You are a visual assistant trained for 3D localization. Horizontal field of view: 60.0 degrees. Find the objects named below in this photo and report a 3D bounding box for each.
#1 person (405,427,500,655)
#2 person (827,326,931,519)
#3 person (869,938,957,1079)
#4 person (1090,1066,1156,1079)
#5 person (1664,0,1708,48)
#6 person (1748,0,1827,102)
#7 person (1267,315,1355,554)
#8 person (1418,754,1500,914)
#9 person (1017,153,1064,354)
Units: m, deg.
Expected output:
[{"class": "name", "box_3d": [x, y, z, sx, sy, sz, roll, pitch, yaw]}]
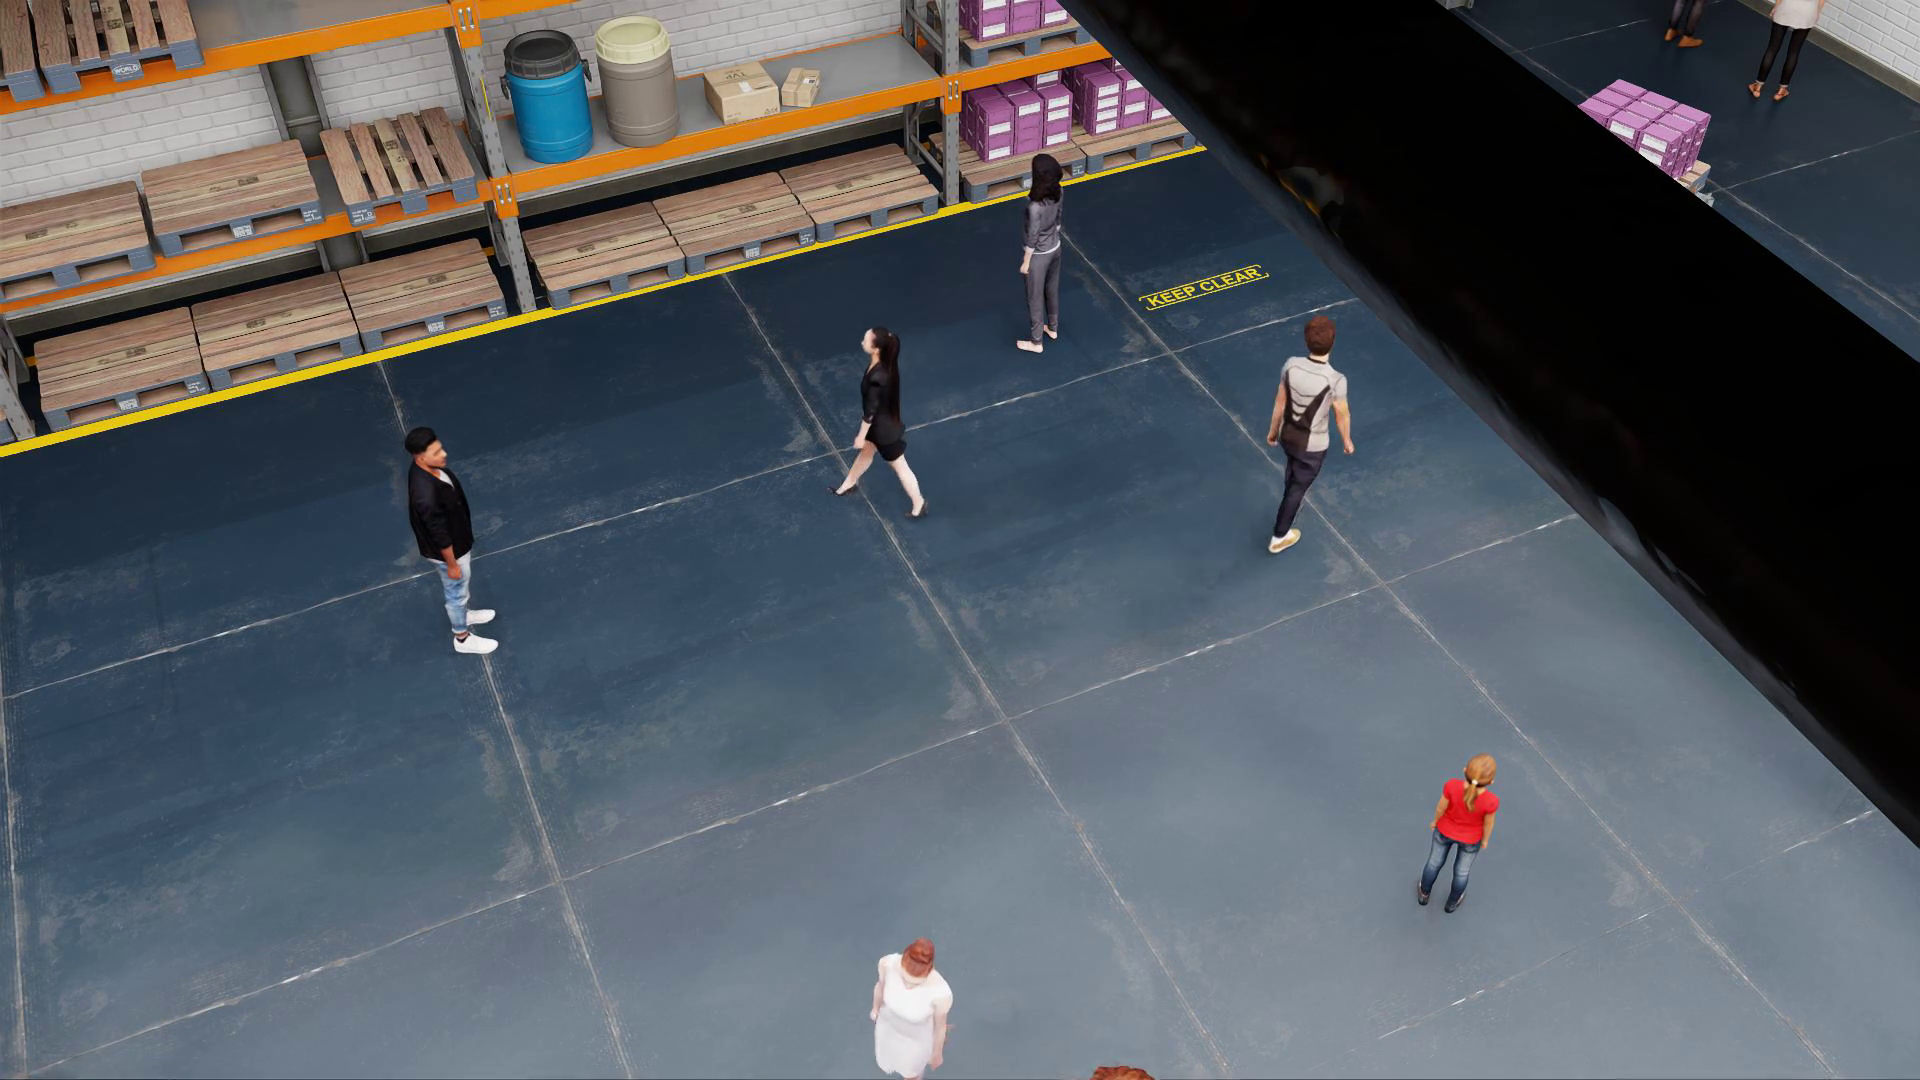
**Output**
[{"class": "person", "box_3d": [-3.381, -0.014, 10.907, 0.663, 1.809, 0.739, -10, 44, -10]}, {"class": "person", "box_3d": [-0.448, -0.787, 11.829, 1.098, 1.659, 0.909, 3, 44, 4]}, {"class": "person", "box_3d": [-0.182, 2.409, 8.391, 0.857, 1.772, 0.945, 29, 51, 27]}, {"class": "person", "box_3d": [0.725, 2.890, 7.952, 0.972, 1.682, 0.965, 0, 44, 0]}, {"class": "person", "box_3d": [7.702, -5.971, 17.221, 0.653, 1.726, 0.682, -24, 48, -23]}, {"class": "person", "box_3d": [8.221, -5.194, 16.333, 0.670, 1.826, 0.723, 16, 46, 16]}, {"class": "person", "box_3d": [2.332, -0.652, 11.538, 0.959, 1.864, 0.867, -34, 53, -31]}, {"class": "person", "box_3d": [2.851, 1.674, 9.497, 0.572, 1.311, 0.626, 19, 47, 19]}, {"class": "person", "box_3d": [0.659, -2.300, 13.340, 0.734, 1.764, 0.609, 27, 50, 26]}]
